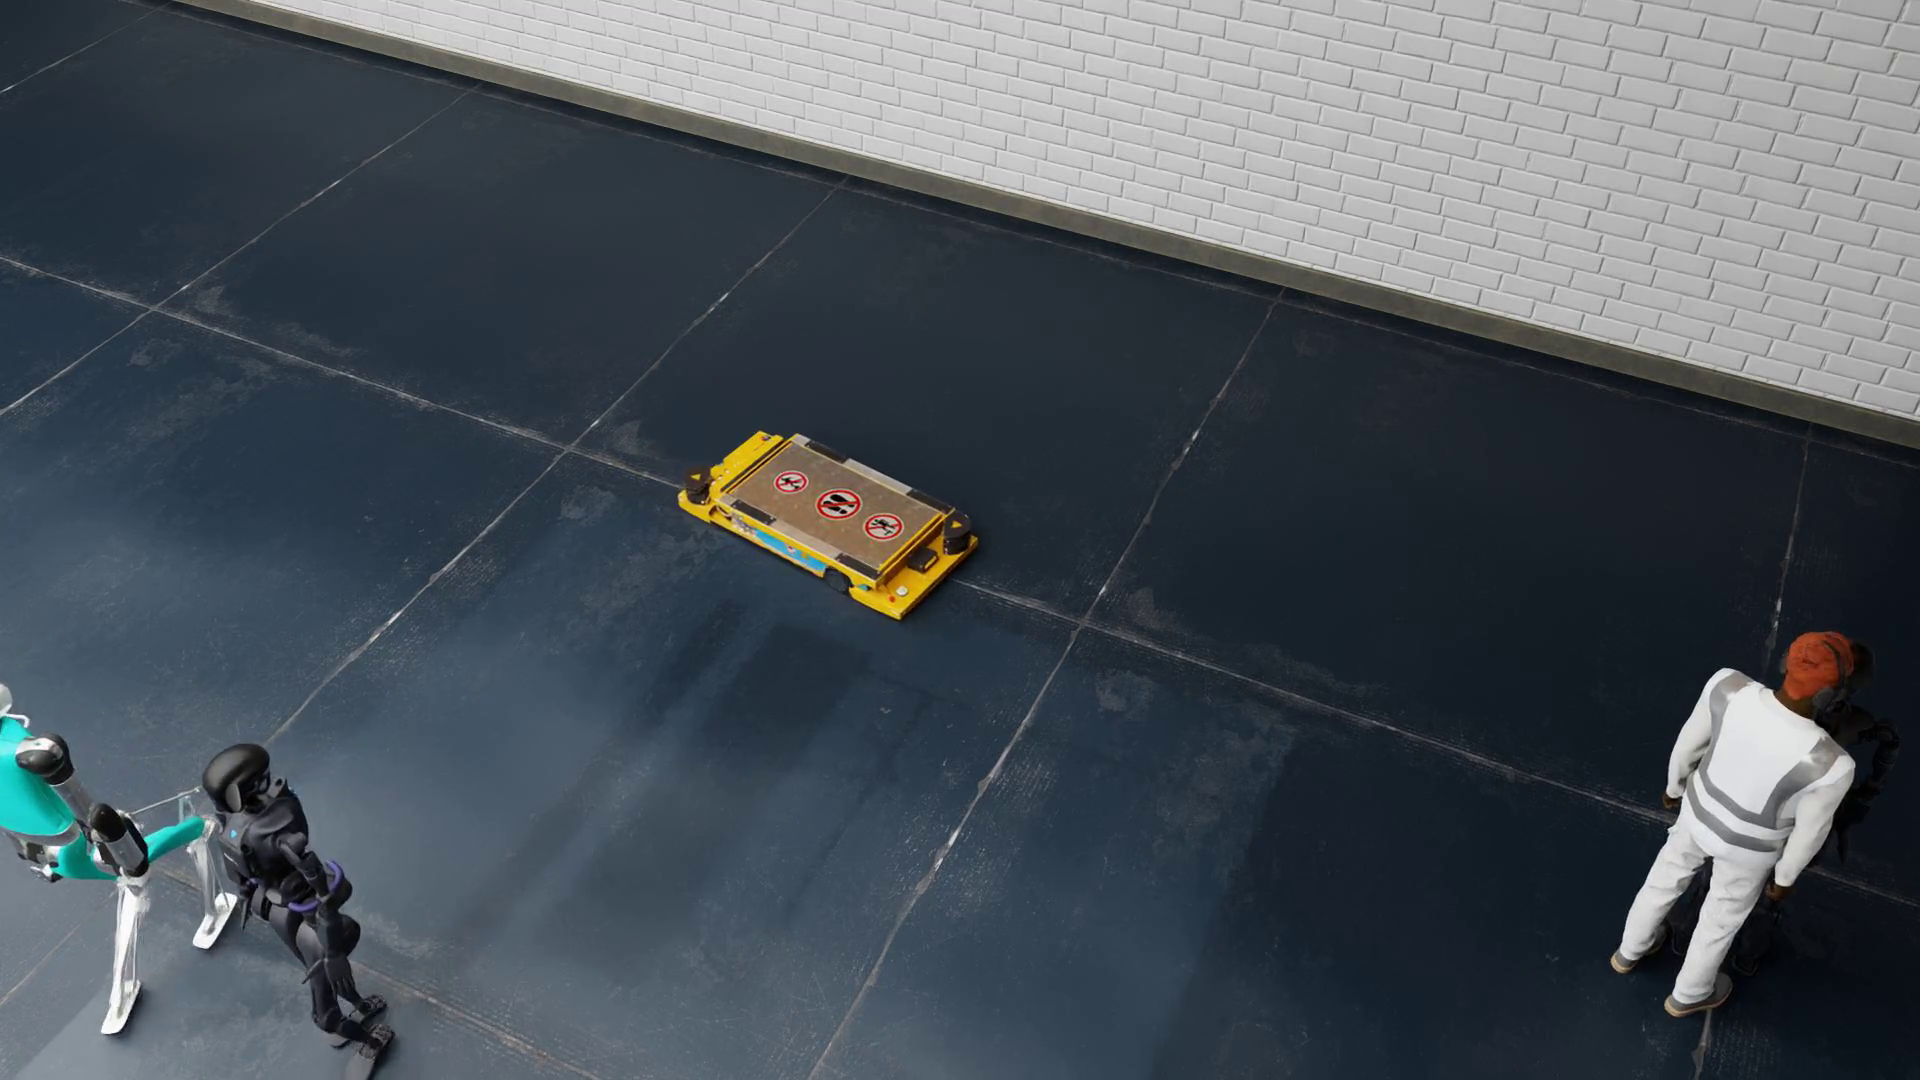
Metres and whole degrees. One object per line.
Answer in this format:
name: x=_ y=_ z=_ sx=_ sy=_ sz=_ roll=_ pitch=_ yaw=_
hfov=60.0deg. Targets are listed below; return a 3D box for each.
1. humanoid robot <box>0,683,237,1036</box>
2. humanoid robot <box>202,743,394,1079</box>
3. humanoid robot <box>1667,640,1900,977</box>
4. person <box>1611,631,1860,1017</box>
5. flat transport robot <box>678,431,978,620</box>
humanoid robot: x=-3.135 y=1.005 z=6.111 sx=0.577 sy=1.779 sz=0.893 roll=9 pitch=44 yaw=9
humanoid robot: x=-2.322 y=1.295 z=5.817 sx=0.592 sy=1.650 sz=0.339 roll=24 pitch=48 yaw=23
humanoid robot: x=3.011 y=0.989 z=6.142 sx=0.599 sy=1.657 sz=0.315 roll=18 pitch=46 yaw=19
person: x=2.768 y=1.033 z=5.953 sx=0.340 sy=1.882 sz=0.582 roll=-24 pitch=48 yaw=-24
flat transport robot: x=-0.677 y=-0.126 z=8.391 sx=1.431 sy=0.231 sz=0.659 roll=26 pitch=49 yaw=25
